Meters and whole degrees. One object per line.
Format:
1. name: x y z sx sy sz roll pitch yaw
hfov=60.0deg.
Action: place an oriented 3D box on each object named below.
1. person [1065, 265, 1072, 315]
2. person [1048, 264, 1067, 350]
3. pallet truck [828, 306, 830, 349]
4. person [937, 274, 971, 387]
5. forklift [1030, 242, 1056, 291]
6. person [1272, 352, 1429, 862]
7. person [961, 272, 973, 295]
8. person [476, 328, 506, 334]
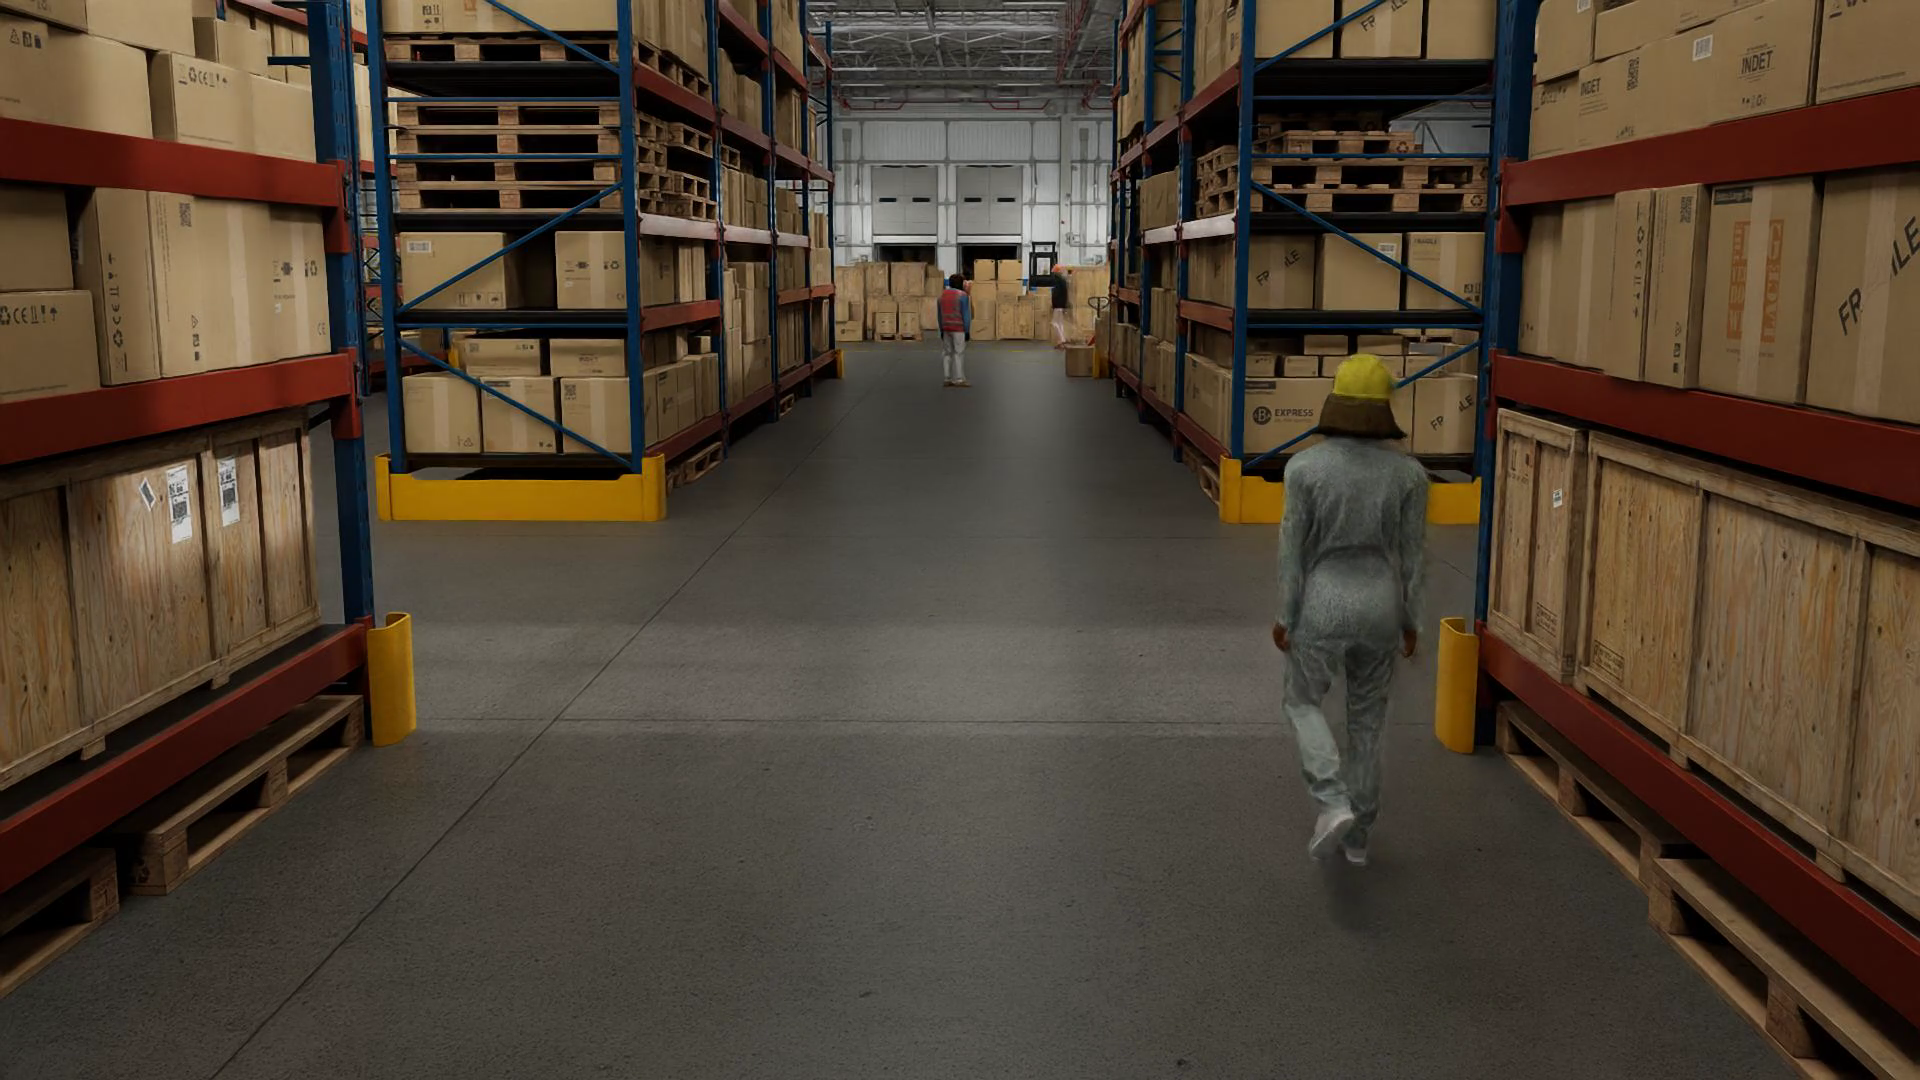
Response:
1. person: 3.993 -8.965 60.158 0.582 1.919 0.394 -7 12 -38
2. person: 2.255 -5.383 38.532 0.497 1.976 0.625 -2 10 -13
3. pallet truck: -3.100 -3.940 29.800 1.885 1.965 0.823 3 10 19
4. person: -0.072 -3.400 27.037 0.631 1.842 0.428 8 13 41
5. forklift: 3.230 -10.146 64.339 1.129 2.768 1.873 0 9 1
6. person: 1.301 0.249 5.508 0.500 1.727 0.474 0 9 -2
7. person: 0.276 -8.857 60.182 0.530 1.689 0.321 -1 10 -6
8. person: -7.884 -3.606 27.981 0.549 1.936 0.377 1 10 5
